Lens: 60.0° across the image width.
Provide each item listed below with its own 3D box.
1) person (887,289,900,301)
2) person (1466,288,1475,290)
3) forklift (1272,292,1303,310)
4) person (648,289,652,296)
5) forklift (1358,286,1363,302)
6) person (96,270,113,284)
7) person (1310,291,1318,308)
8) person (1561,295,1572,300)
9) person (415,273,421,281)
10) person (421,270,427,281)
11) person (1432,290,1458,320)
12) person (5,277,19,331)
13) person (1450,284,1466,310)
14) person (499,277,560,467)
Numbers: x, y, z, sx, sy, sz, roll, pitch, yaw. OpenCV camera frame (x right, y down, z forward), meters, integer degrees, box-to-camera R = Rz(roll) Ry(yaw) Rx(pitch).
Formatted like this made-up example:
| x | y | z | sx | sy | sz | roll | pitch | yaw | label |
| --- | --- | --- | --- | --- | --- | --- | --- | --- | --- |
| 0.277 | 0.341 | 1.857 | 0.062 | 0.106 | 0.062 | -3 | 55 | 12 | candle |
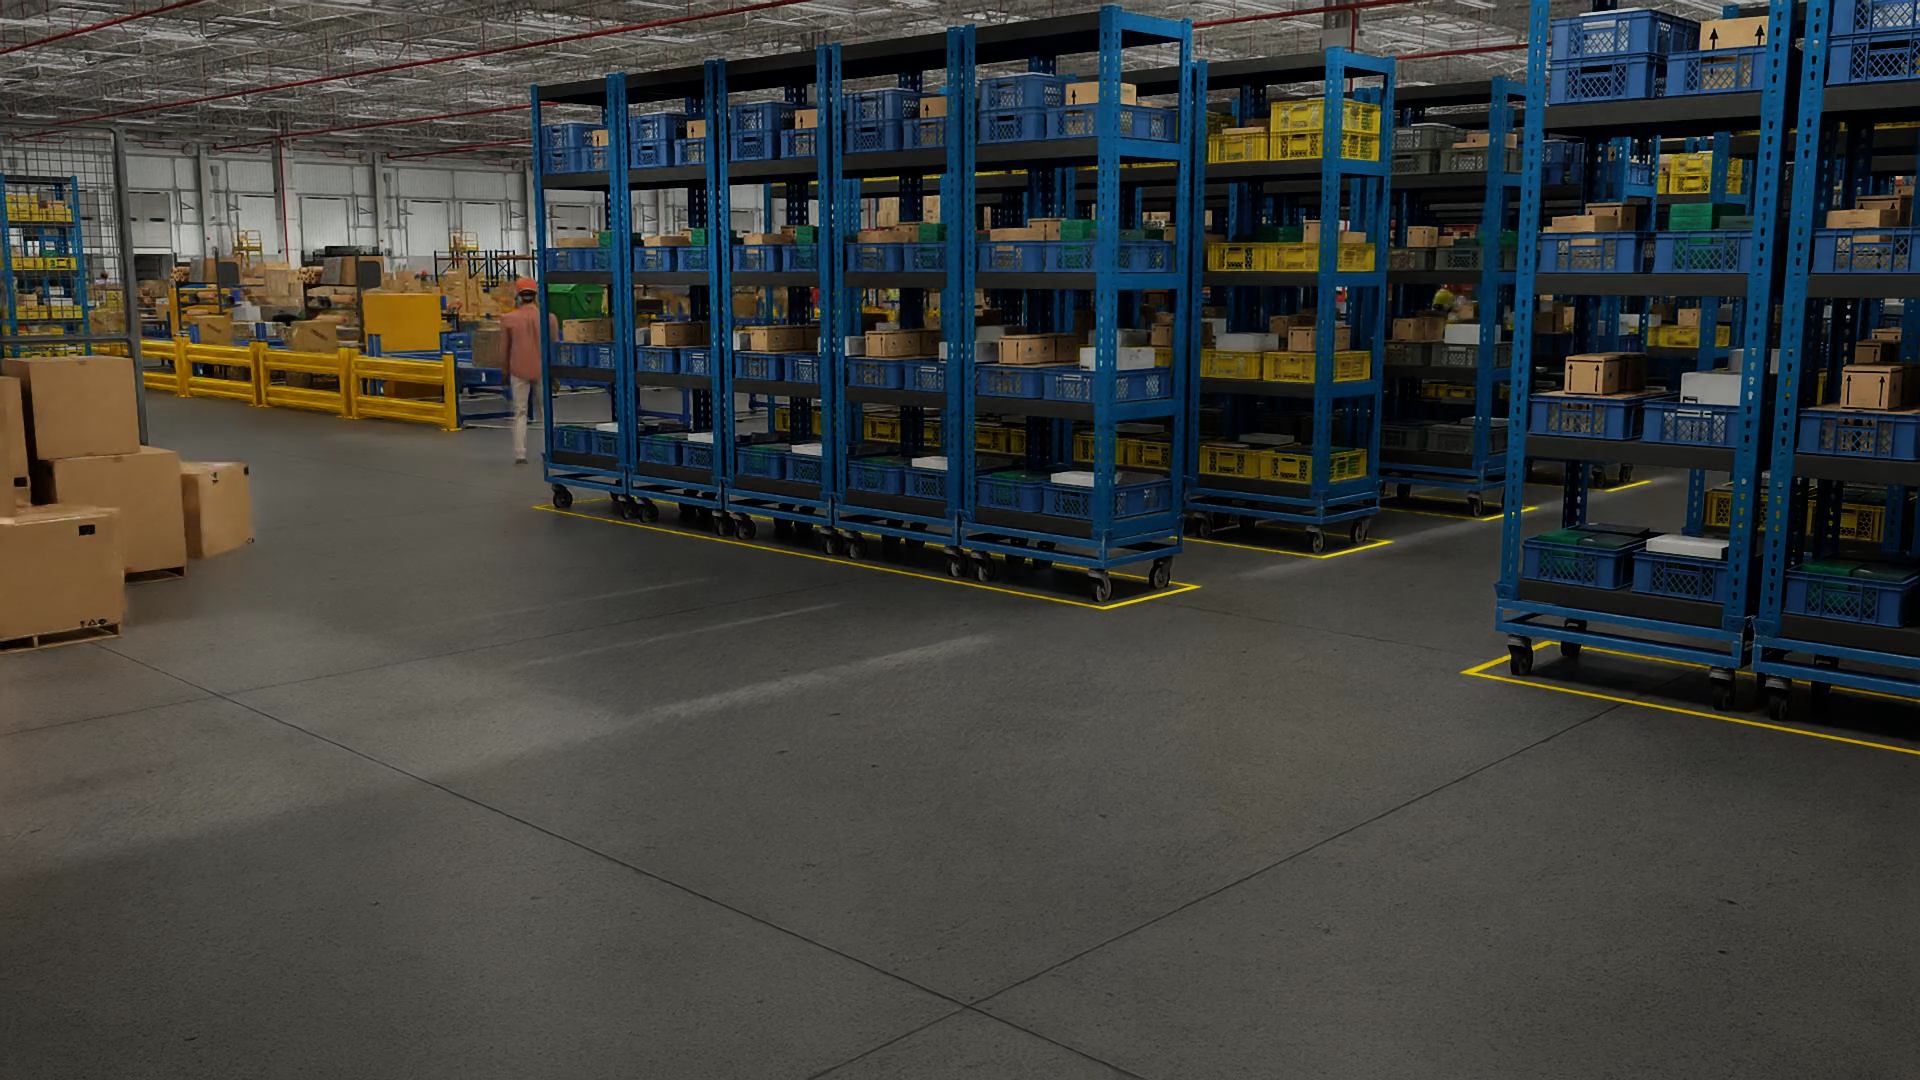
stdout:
| x | y | z | sx | sy | sz | roll | pitch | yaw | label |
| --- | --- | --- | --- | --- | --- | --- | --- | --- | --- |
| -2.344 | -8.444 | 59.466 | 0.551 | 1.654 | 0.873 | 0 | 9 | -2 | person |
| 17.195 | -7.958 | 55.934 | 0.454 | 1.827 | 0.604 | 7 | 11 | 36 | person |
| 9.904 | -7.680 | 51.032 | 1.873 | 2.768 | 1.129 | 9 | 13 | 43 | forklift |
| -17.345 | -14.095 | 93.256 | 0.373 | 1.937 | 0.629 | -5 | 10 | -28 | person |
| 11.100 | -7.017 | 46.970 | 1.873 | 2.768 | 1.129 | 9 | 13 | 43 | forklift |
| -31.868 | -9.061 | 62.104 | 0.623 | 2.020 | 0.584 | -2 | 9 | -11 | person |
| 8.878 | -5.635 | 41.480 | 0.937 | 1.912 | 0.606 | -4 | 10 | -22 | person |
| 12.528 | -4.437 | 34.343 | 0.586 | 1.837 | 0.403 | -7 | 12 | -37 | person |
| -28.794 | -13.324 | 88.741 | 0.702 | 1.867 | 0.587 | -7 | 11 | -36 | person |
| -28.284 | -13.248 | 87.878 | 0.383 | 1.996 | 0.609 | -1 | 9 | -3 | person |
| 5.954 | -2.204 | 20.750 | 0.570 | 1.809 | 0.650 | 5 | 10 | 27 | person |
| -30.464 | -7.626 | 53.645 | 0.623 | 1.916 | 0.570 | -2 | 9 | -10 | person |
| 9.220 | -3.867 | 30.819 | 0.388 | 1.846 | 0.565 | 4 | 10 | 21 | person |
| -4.496 | -1.754 | 17.420 | 0.617 | 1.991 | 0.399 | -4 | 10 | -21 | person |
